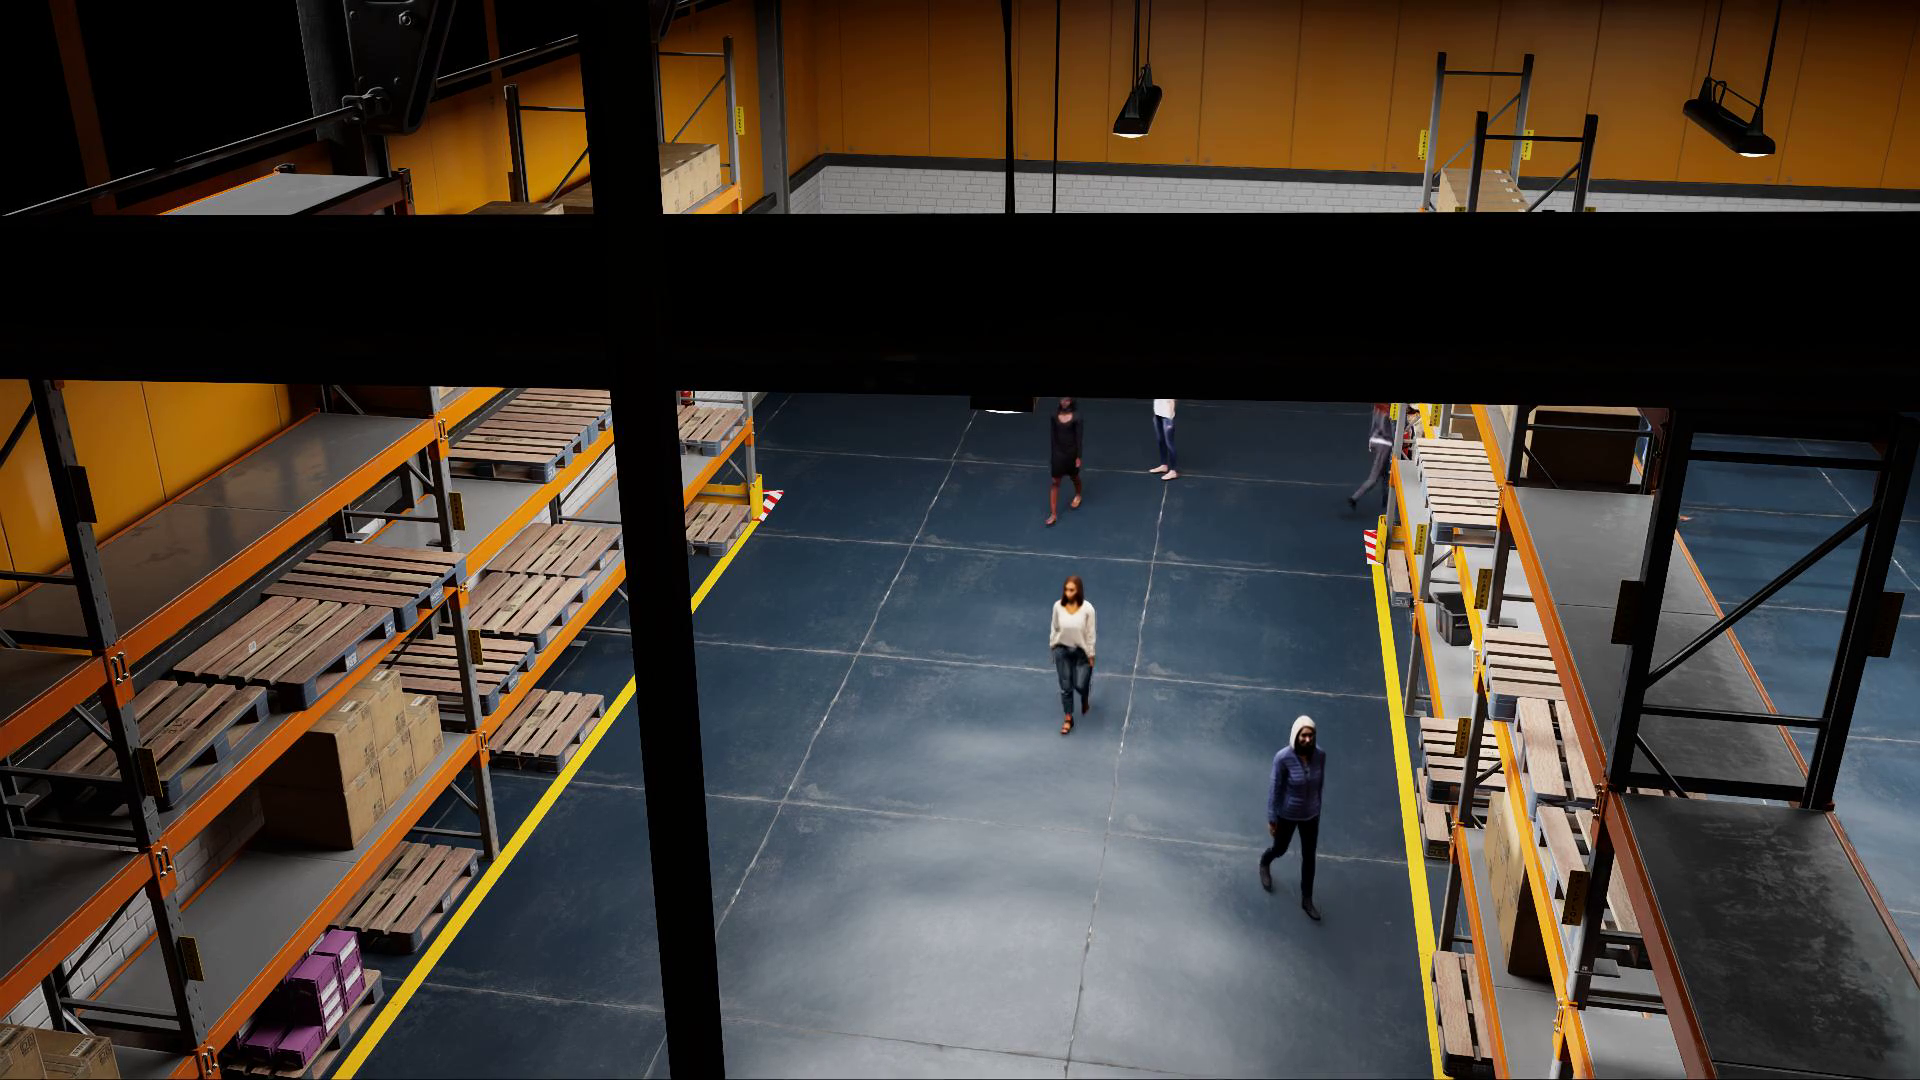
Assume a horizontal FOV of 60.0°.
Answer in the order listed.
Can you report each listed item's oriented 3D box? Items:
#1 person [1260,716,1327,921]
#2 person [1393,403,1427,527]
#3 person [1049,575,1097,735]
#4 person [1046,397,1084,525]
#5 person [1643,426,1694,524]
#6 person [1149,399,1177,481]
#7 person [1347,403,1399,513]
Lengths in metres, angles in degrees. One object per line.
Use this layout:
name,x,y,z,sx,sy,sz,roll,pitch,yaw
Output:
person,2.738,2.210,13.736,0.939,1.716,1.139,-6,24,-13
person,5.753,-1.001,20.873,0.793,1.885,0.733,5,24,11
person,1.149,1.084,16.369,0.700,1.672,0.769,9,25,19
person,1.405,-1.101,21.362,0.851,1.676,1.243,11,26,24
person,8.662,-0.990,20.932,0.691,1.816,1.144,4,24,9
person,2.800,-1.679,22.617,0.732,1.730,0.652,-11,26,-23
person,5.356,-1.152,21.388,1.059,1.748,1.104,-11,26,-23
